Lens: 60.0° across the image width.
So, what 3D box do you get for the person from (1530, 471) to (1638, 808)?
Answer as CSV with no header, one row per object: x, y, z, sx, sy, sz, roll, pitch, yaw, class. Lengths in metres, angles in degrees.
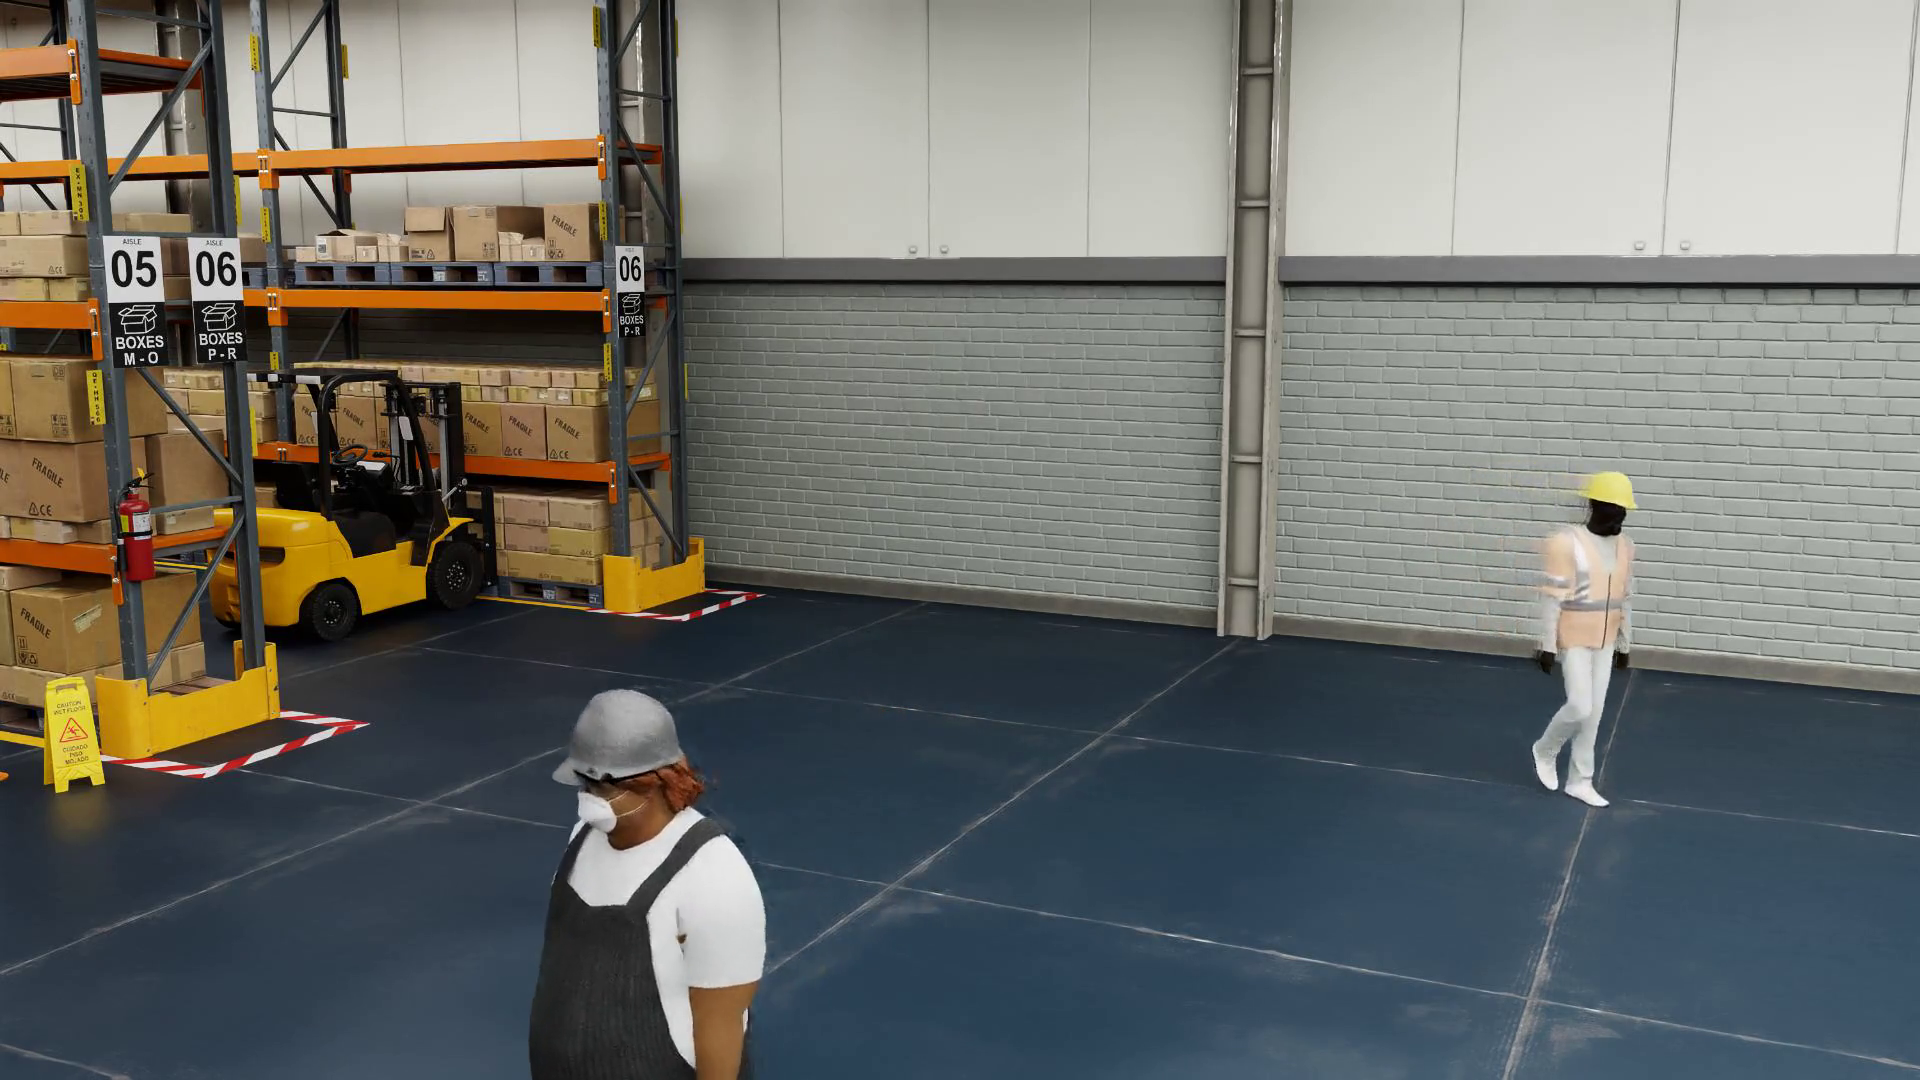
3.544,0.554,9.415,0.623,1.912,0.463,-4,10,-25,person
